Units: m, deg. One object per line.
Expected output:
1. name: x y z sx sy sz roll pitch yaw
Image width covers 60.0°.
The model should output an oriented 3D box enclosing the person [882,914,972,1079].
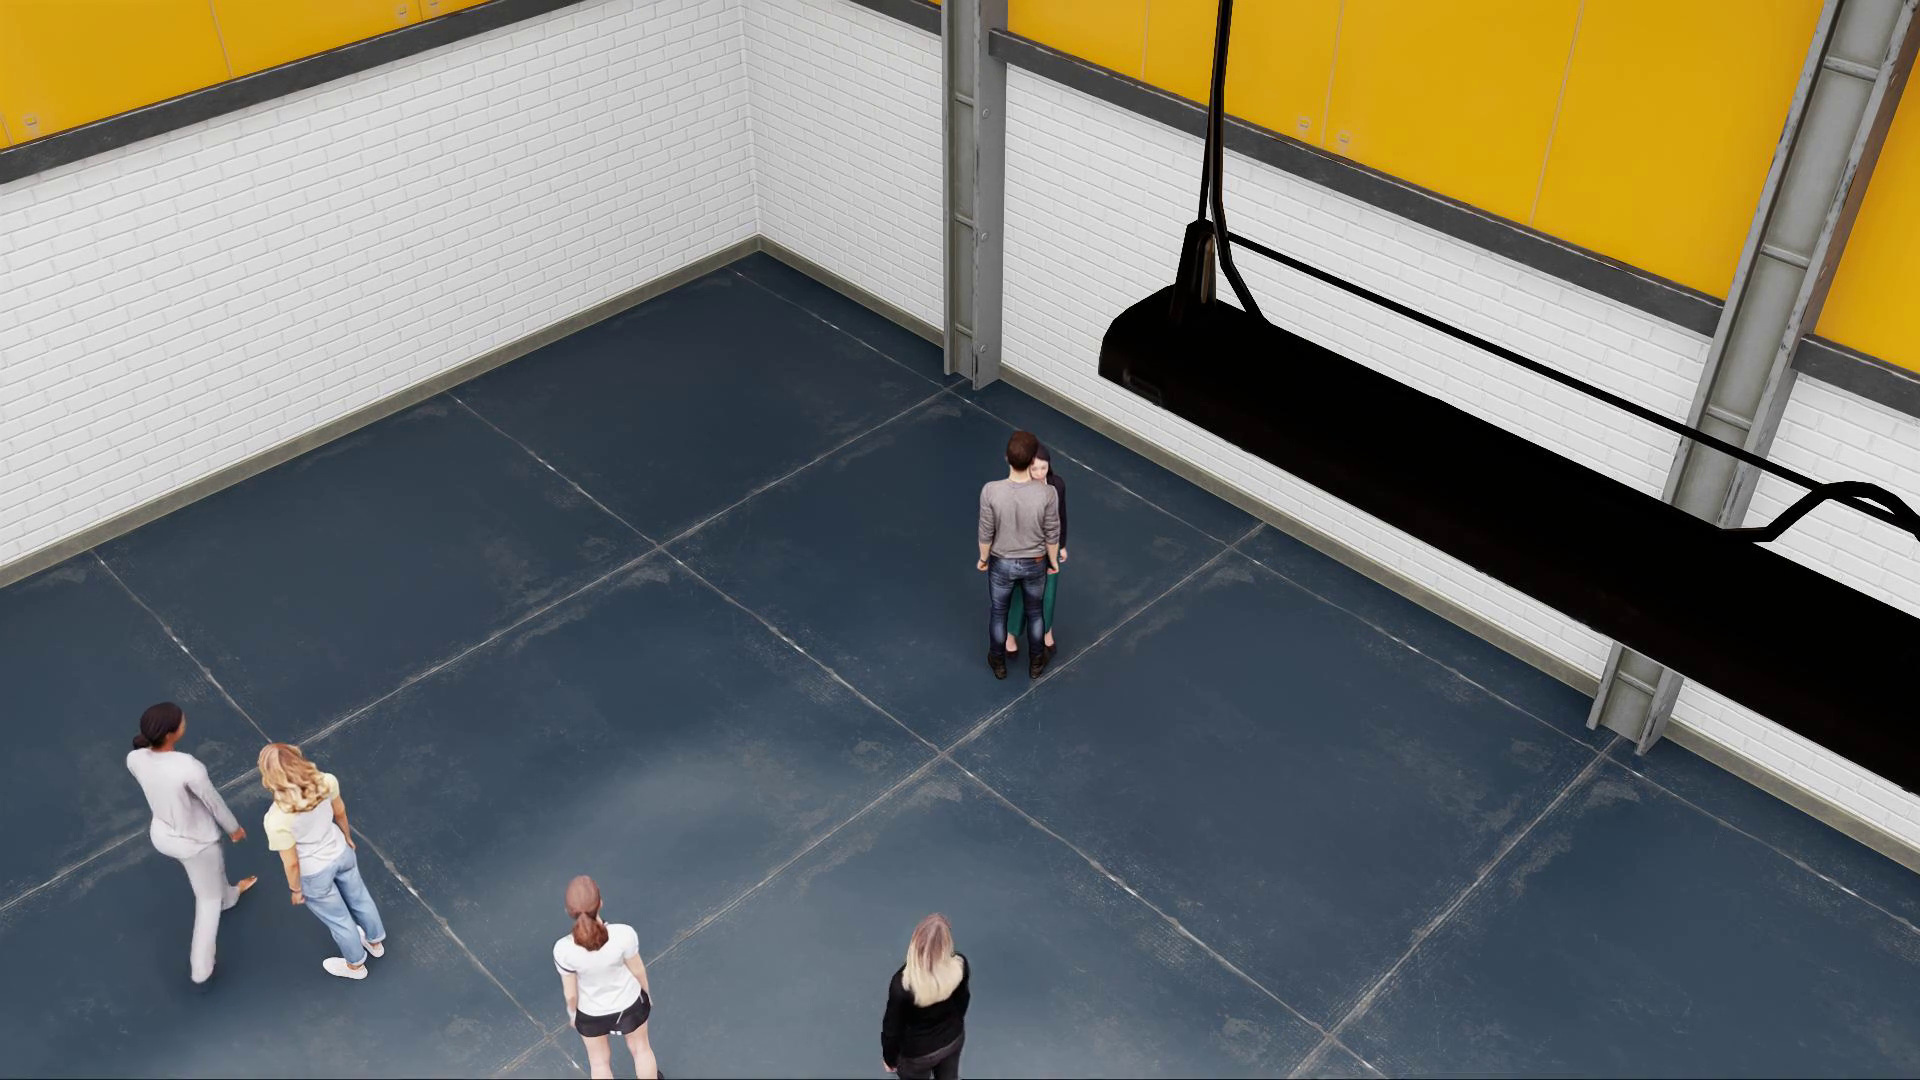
1. person: -0.146 2.426 8.030 0.686 1.681 0.623 -28 47 -31

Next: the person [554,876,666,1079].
1. person: -1.723 2.279 8.157 0.654 1.753 0.685 -12 40 -14

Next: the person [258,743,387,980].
1. person: -3.396 1.724 8.874 0.656 1.725 0.690 16 41 19

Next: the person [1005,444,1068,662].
1. person: 0.475 0.072 10.933 0.691 1.738 0.698 -10 40 -12

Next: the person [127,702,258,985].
1. person: -4.195 1.652 8.981 1.034 1.704 0.945 10 40 12

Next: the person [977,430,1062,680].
1. person: 0.377 0.129 10.728 0.765 1.903 0.832 1 39 1
